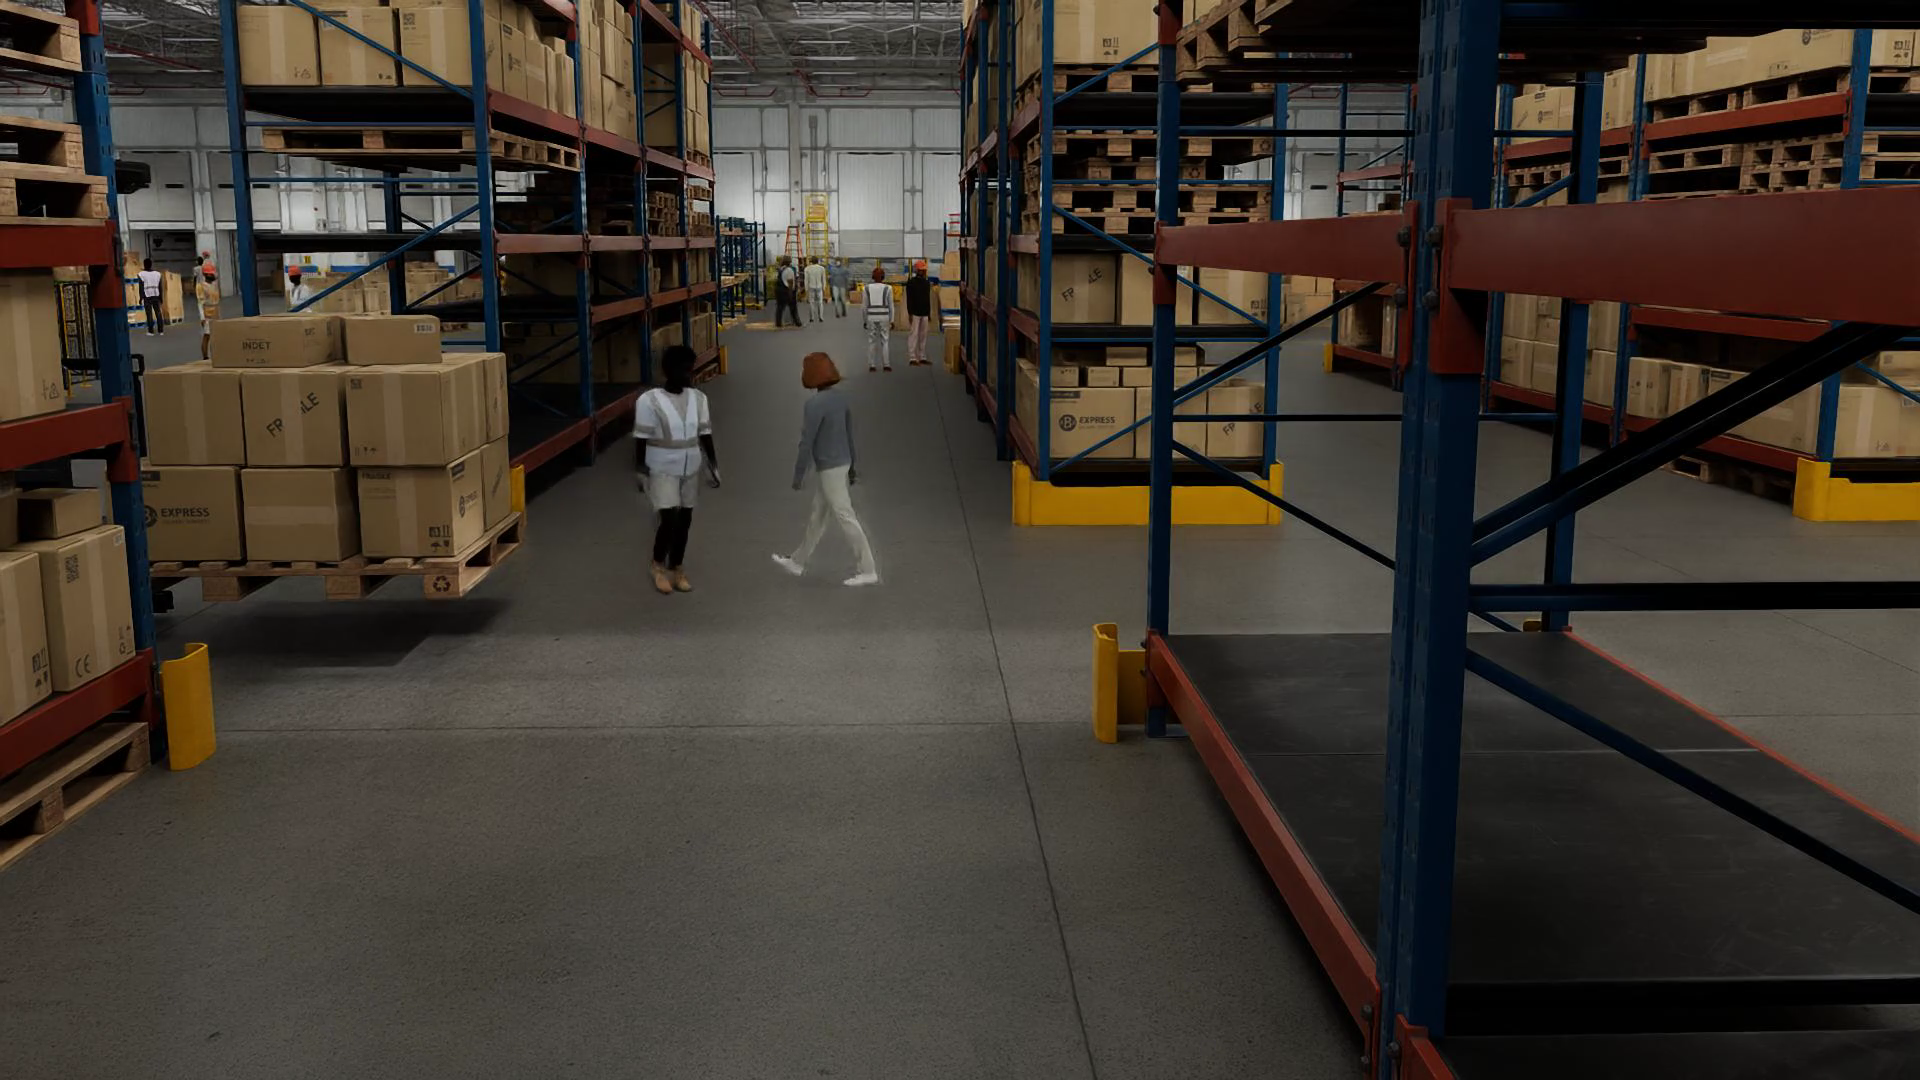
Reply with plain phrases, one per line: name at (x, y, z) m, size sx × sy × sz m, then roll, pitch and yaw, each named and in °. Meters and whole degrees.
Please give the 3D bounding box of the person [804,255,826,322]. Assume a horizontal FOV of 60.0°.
person at (-4.222, -7.300, 48.414) m, size 0.627 × 1.940 × 0.372 m, roll -2°, pitch 10°, yaw -10°

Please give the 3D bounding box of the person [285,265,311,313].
person at (-12.081, -4.029, 30.279) m, size 0.562 × 1.911 × 0.757 m, roll 7°, pitch 13°, yaw 36°

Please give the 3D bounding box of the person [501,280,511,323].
person at (-8.835, -4.309, 32.691) m, size 0.852 × 1.600 × 0.511 m, roll 6°, pitch 12°, yaw 31°

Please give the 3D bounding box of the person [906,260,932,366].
person at (-0.767, -4.293, 31.506) m, size 0.375 × 1.995 × 0.611 m, roll 9°, pitch 13°, yaw 40°

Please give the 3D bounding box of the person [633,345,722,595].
person at (-1.896, -0.457, 11.027) m, size 0.552 × 1.669 × 0.411 m, roll -10°, pitch 14°, yaw -43°

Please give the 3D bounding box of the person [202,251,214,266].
person at (-30.055, -10.575, 66.553) m, size 0.607 × 1.971 × 0.633 m, roll 5°, pitch 11°, yaw 24°

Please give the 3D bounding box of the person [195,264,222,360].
person at (-13.902, -4.154, 30.898) m, size 0.374 × 1.937 × 0.552 m, roll 3°, pitch 11°, yaw 15°

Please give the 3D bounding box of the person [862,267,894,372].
person at (-1.464, -3.955, 29.928) m, size 0.585 × 1.882 × 0.344 m, roll 2°, pitch 10°, yaw 10°

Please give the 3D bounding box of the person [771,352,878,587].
person at (-0.933, -0.481, 11.372) m, size 0.872 × 1.580 × 0.516 m, roll 4°, pitch 11°, yaw 20°

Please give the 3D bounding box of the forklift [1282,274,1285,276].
forklift at (12.240, -10.302, 62.509) m, size 1.129 × 2.768 × 1.873 m, roll 0°, pitch 10°, yaw -2°

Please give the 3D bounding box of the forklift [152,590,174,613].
forklift at (-5.858, -0.811, 9.639) m, size 1.873 × 2.768 × 1.129 m, roll -1°, pitch 10°, yaw -3°

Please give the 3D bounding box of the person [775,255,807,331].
person at (-4.509, -6.528, 43.828) m, size 0.701 × 2.000 × 1.014 m, roll 9°, pitch 14°, yaw 42°

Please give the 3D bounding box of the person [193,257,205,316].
person at (-23.986, -8.027, 52.659) m, size 0.512 × 1.870 × 0.328 m, roll -7°, pitch 12°, yaw -34°

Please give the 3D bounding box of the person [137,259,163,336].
person at (-20.258, -6.077, 41.656) m, size 0.371 × 1.916 × 0.597 m, roll 8°, pitch 13°, yaw 37°

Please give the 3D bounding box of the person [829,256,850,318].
person at (-3.719, -7.800, 51.291) m, size 0.637 × 1.901 × 0.742 m, roll 0°, pitch 10°, yaw 1°

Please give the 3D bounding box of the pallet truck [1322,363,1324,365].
pallet truck at (7.712, -4.157, 30.737) m, size 1.885 × 1.965 × 0.823 m, roll 3°, pitch 11°, yaw 16°
